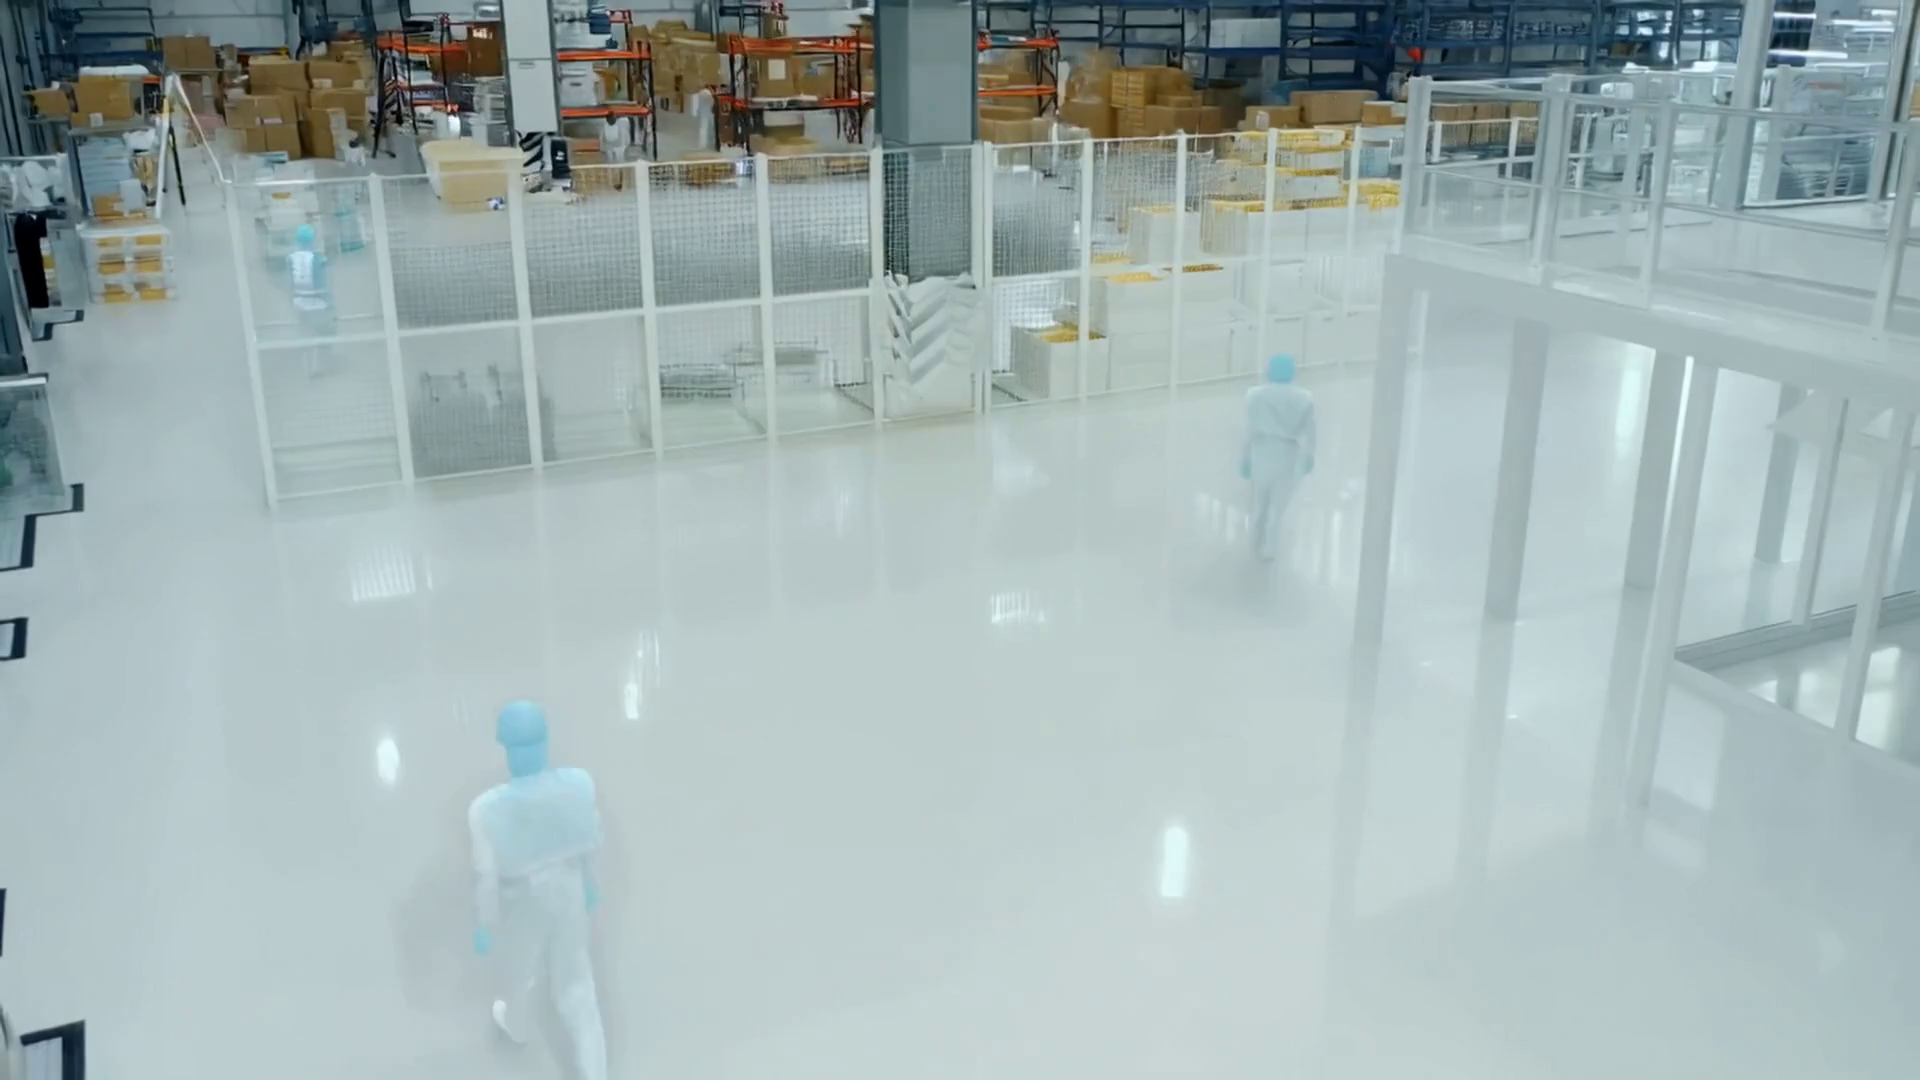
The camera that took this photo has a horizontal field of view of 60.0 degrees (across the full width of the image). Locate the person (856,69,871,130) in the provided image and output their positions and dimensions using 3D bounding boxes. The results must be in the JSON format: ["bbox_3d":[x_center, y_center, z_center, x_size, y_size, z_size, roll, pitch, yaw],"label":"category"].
[{"bbox_3d":[-3.053,-13.846,52.320,0.534,1.875,0.611,-1,19,-2],"label":"person"}]

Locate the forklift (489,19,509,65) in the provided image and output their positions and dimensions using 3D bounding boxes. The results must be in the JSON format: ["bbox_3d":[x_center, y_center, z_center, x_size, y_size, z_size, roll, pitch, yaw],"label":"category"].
[{"bbox_3d":[-19.271,-20.444,69.932,1.129,2.768,1.873,14,23,35],"label":"forklift"}]

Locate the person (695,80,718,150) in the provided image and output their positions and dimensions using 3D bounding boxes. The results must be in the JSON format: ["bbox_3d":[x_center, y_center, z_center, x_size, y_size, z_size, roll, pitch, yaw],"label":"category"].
[{"bbox_3d":[-7.111,-11.987,46.900,0.660,1.898,0.660,5,20,14],"label":"person"}]

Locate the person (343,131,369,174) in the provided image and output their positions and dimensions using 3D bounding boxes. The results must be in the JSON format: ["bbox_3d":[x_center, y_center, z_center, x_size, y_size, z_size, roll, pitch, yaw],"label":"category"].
[{"bbox_3d":[-12.474,-7.609,34.457,0.495,1.722,0.643,0,19,-1],"label":"person"}]

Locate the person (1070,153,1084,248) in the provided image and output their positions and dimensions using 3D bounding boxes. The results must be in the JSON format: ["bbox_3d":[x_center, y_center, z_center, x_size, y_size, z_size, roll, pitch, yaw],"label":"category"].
[{"bbox_3d":[2.078,-5.602,28.334,0.373,1.939,0.628,8,21,21],"label":"person"}]

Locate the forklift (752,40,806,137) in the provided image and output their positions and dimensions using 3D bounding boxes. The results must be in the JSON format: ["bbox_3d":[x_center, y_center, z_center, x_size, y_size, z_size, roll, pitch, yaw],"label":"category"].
[{"bbox_3d":[-5.515,-13.707,50.404,1.129,2.768,1.873,-9,21,-25],"label":"forklift"}]

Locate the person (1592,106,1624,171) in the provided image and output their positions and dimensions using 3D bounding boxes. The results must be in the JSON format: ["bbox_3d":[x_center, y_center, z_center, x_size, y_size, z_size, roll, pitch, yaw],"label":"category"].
[{"bbox_3d":[14.557,-8.863,37.631,0.539,2.000,0.689,-12,22,-31],"label":"person"}]

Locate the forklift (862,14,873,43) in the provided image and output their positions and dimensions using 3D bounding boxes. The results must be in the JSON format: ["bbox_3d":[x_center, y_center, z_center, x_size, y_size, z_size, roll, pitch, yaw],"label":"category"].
[{"bbox_3d":[-4.147,-23.288,78.178,1.873,2.768,1.129,-17,25,-40],"label":"forklift"}]

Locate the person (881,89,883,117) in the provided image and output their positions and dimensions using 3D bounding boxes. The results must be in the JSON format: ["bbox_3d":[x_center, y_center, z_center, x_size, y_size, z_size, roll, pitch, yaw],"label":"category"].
[{"bbox_3d":[-2.023,-12.421,48.110,0.592,1.930,0.356,4,19,11],"label":"person"}]

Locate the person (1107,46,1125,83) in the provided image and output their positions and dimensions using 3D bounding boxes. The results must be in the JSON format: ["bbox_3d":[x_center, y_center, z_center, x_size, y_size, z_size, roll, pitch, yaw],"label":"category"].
[{"bbox_3d":[7.015,-21.044,73.631,0.902,1.582,0.516,-5,20,-14],"label":"person"}]

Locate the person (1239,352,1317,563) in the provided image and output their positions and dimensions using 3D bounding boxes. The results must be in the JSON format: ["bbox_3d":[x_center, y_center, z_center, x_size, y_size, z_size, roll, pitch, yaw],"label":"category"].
[{"bbox_3d":[2.758,-0.731,14.393,0.632,1.822,0.649,7,20,19],"label":"person"}]

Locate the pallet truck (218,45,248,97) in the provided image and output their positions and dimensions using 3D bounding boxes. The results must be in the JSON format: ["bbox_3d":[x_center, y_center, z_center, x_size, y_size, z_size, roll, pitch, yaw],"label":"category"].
[{"bbox_3d":[-28.879,-18.665,66.111,0.823,1.965,1.885,-3,19,-9],"label":"pallet truck"}]

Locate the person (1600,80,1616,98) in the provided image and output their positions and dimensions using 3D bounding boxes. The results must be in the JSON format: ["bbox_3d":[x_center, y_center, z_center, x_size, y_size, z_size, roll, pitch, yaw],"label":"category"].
[{"bbox_3d":[20.796,-14.078,53.338,0.545,1.650,0.889,7,20,18],"label":"person"}]

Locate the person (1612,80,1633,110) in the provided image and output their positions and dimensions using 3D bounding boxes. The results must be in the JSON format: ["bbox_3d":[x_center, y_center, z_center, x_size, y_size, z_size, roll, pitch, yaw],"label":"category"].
[{"bbox_3d":[20.539,-13.555,51.623,0.611,1.785,0.943,1,19,4],"label":"person"}]

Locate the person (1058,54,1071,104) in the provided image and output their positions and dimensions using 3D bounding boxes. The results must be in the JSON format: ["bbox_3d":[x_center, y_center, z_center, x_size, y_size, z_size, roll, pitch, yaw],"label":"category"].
[{"bbox_3d":[3.900,-17.282,62.356,0.542,1.825,0.918,-3,19,-7],"label":"person"}]

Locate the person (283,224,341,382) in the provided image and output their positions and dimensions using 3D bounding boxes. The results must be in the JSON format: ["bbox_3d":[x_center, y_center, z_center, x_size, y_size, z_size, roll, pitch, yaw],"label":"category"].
[{"bbox_3d":[-8.036,-2.948,20.673,0.604,1.921,0.599,0,19,0],"label":"person"}]

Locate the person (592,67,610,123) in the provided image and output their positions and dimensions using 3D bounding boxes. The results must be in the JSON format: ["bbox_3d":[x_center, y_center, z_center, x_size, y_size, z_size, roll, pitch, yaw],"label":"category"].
[{"bbox_3d":[-11.910,-14.761,55.102,0.519,1.812,0.933,-8,21,-23],"label":"person"}]

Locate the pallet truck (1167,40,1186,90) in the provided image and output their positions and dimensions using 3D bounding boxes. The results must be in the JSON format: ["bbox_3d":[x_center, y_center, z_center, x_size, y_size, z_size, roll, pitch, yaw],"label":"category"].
[{"bbox_3d":[9.045,-19.971,69.895,0.823,1.965,1.885,-3,19,-8],"label":"pallet truck"}]

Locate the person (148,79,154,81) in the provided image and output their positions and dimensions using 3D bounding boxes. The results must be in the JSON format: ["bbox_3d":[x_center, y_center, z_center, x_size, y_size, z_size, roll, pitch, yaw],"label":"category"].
[{"bbox_3d":[-24.957,-13.438,51.512,0.515,1.634,0.313,10,22,28],"label":"person"}]

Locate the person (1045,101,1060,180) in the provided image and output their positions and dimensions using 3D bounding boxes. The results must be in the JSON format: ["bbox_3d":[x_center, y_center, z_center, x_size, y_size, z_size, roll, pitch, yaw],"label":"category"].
[{"bbox_3d":[2.234,-9.613,40.086,0.328,1.861,0.503,-3,19,-9],"label":"person"}]

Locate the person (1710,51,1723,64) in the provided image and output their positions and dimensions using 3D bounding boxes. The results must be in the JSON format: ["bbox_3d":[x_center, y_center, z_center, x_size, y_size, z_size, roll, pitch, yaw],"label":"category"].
[{"bbox_3d":[31.420,-19.535,69.211,0.532,1.607,0.548,17,25,40],"label":"person"}]

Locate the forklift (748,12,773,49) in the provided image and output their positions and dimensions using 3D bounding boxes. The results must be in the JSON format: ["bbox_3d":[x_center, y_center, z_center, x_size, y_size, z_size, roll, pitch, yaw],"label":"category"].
[{"bbox_3d":[-9.487,-24.431,81.490,1.873,2.768,1.129,-9,21,-25],"label":"forklift"}]

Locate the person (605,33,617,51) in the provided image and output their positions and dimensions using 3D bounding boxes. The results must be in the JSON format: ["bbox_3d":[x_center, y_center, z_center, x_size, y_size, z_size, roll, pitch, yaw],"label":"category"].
[{"bbox_3d":[-16.675,-23.234,79.445,0.372,1.938,0.630,16,25,39],"label":"person"}]

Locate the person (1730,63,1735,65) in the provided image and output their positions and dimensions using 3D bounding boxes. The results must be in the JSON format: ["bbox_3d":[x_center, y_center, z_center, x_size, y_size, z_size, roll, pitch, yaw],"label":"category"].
[{"bbox_3d":[27.766,-16.404,60.083,0.529,1.650,0.906,14,24,36],"label":"person"}]

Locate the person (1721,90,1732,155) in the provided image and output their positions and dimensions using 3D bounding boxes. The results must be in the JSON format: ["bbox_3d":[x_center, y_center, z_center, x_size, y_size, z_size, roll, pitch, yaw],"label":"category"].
[{"bbox_3d":[19.344,-10.345,42.005,0.391,1.988,0.611,12,22,30],"label":"person"}]

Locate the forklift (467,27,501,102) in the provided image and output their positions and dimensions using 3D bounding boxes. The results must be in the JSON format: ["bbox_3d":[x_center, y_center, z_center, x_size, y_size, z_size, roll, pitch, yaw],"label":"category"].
[{"bbox_3d":[-17.547,-17.497,61.390,1.129,2.768,1.873,-11,22,-29],"label":"forklift"}]

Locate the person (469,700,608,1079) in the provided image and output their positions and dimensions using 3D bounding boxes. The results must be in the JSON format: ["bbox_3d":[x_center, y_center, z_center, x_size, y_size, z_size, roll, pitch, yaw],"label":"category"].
[{"bbox_3d":[-1.884,1.610,7.532,0.609,1.867,1.007,-12,23,-32],"label":"person"}]

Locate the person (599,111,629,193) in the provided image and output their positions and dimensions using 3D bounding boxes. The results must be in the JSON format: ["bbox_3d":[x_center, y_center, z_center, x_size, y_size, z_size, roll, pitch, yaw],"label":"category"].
[{"bbox_3d":[-7.917,-8.844,37.942,0.660,1.793,0.947,1,19,4],"label":"person"}]

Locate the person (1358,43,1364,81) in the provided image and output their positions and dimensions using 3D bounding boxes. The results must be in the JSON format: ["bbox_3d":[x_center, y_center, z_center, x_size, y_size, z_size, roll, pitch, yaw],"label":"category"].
[{"bbox_3d":[17.140,-20.294,70.994,0.893,1.881,0.631,-8,21,-23],"label":"person"}]

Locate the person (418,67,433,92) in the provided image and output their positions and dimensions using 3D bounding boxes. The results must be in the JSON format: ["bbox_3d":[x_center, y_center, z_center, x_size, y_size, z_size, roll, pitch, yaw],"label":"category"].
[{"bbox_3d":[-18.884,-16.076,58.698,0.552,1.932,0.377,0,19,1],"label":"person"}]

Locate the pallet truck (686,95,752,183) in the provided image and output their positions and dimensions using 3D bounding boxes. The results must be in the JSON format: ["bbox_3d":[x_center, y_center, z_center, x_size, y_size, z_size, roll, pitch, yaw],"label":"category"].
[{"bbox_3d":[-5.836,-9.608,39.856,0.823,1.965,1.885,10,22,27],"label":"pallet truck"}]

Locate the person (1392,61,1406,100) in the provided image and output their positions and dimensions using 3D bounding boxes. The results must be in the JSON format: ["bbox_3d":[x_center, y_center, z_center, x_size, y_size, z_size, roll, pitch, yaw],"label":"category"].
[{"bbox_3d":[14.591,-14.897,55.234,0.361,1.963,0.612,-7,20,-21],"label":"person"}]

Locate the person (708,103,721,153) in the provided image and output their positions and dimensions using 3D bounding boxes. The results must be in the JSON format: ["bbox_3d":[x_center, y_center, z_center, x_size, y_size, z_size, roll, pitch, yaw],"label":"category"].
[{"bbox_3d":[-6.164,-10.121,41.810,0.322,1.691,0.533,-9,21,-25],"label":"person"}]

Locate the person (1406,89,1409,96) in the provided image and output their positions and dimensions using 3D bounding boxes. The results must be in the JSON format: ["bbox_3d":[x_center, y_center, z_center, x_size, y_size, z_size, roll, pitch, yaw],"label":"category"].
[{"bbox_3d":[11.703,-10.797,43.412,0.541,1.929,0.385,-1,19,-3],"label":"person"}]

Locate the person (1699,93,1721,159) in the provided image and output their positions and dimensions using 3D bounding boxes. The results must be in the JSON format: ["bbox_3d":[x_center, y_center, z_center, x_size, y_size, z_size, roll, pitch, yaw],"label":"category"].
[{"bbox_3d":[19.973,-10.964,44.136,0.532,1.767,0.328,2,19,7],"label":"person"}]
